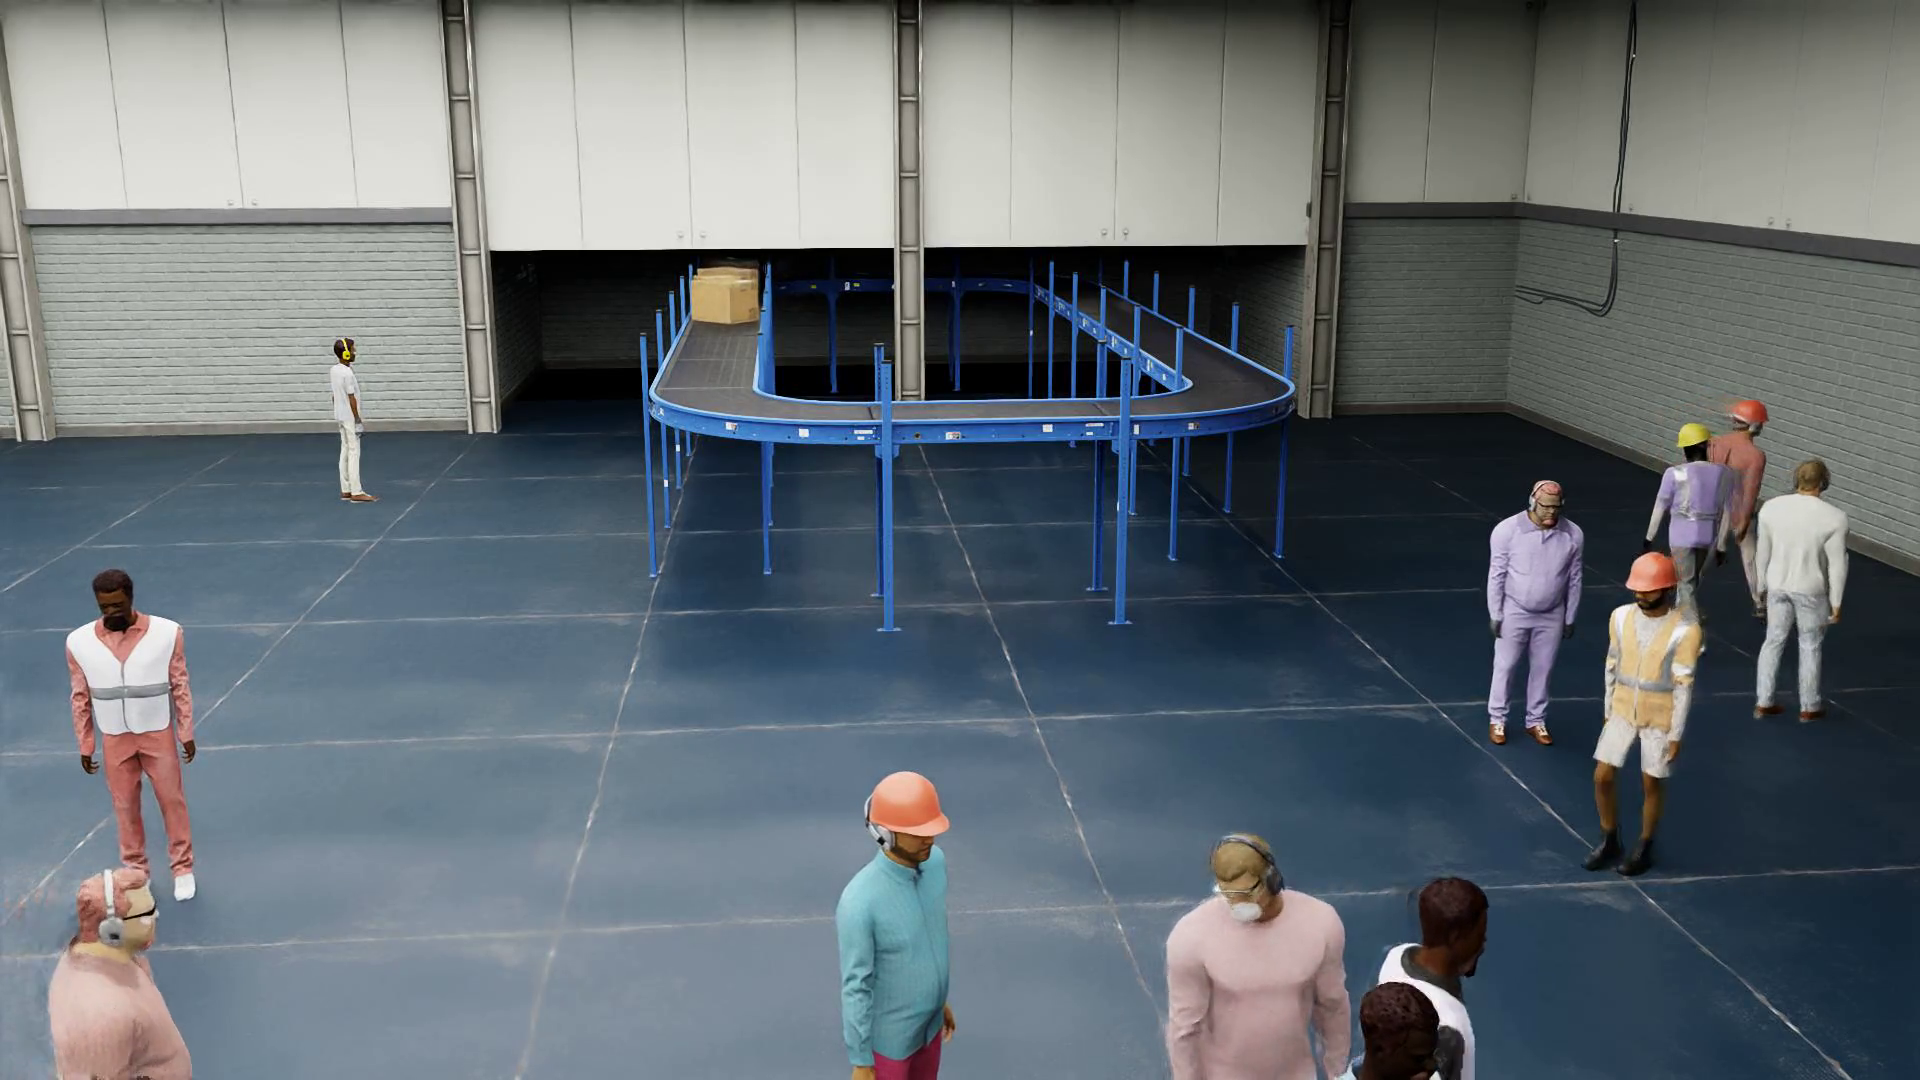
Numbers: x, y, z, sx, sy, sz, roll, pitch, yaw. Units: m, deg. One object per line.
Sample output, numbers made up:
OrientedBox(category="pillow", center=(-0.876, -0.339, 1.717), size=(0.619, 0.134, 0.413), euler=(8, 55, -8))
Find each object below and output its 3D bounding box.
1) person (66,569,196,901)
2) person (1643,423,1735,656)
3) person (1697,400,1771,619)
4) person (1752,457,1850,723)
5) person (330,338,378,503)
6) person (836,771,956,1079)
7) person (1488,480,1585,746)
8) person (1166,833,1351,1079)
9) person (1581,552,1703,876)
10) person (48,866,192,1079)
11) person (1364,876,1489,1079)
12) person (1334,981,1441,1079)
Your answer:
OrientedBox(category="person", center=(-4.533, 1.068, 9.161), size=(0.599, 1.909, 0.405), euler=(-4, 15, -17))
OrientedBox(category="person", center=(5.977, -0.012, 13.555), size=(0.583, 1.870, 0.934), euler=(-2, 14, -9))
OrientedBox(category="person", center=(6.718, -0.251, 14.378), size=(1.042, 1.940, 0.614), euler=(-5, 15, -20))
OrientedBox(category="person", center=(6.025, 0.359, 11.955), size=(0.394, 1.938, 0.642), euler=(-12, 18, -39))
OrientedBox(category="person", center=(-6.947, -1.363, 18.954), size=(0.329, 1.873, 0.514), euler=(-13, 19, -42))
OrientedBox(category="person", center=(-0.205, 1.784, 6.110), size=(0.388, 1.992, 0.625), euler=(8, 16, 29))
OrientedBox(category="person", center=(3.947, 0.508, 11.441), size=(0.638, 1.892, 0.395), euler=(1, 14, 3))
OrientedBox(category="person", center=(1.049, 1.904, 5.810), size=(0.672, 1.904, 0.537), euler=(-2, 14, -9))
OrientedBox(category="person", center=(3.829, 1.010, 9.377), size=(0.577, 1.919, 0.544), euler=(-13, 19, -41))
OrientedBox(category="person", center=(-2.668, 1.966, 5.628), size=(0.933, 1.864, 0.679), euler=(-9, 16, -31))
OrientedBox(category="person", center=(1.521, 1.997, 5.463), size=(0.472, 1.895, 0.603), euler=(-1, 14, -3))
OrientedBox(category="person", center=(1.164, 2.144, 4.847), size=(0.592, 1.911, 0.387), euler=(-11, 18, -38))
